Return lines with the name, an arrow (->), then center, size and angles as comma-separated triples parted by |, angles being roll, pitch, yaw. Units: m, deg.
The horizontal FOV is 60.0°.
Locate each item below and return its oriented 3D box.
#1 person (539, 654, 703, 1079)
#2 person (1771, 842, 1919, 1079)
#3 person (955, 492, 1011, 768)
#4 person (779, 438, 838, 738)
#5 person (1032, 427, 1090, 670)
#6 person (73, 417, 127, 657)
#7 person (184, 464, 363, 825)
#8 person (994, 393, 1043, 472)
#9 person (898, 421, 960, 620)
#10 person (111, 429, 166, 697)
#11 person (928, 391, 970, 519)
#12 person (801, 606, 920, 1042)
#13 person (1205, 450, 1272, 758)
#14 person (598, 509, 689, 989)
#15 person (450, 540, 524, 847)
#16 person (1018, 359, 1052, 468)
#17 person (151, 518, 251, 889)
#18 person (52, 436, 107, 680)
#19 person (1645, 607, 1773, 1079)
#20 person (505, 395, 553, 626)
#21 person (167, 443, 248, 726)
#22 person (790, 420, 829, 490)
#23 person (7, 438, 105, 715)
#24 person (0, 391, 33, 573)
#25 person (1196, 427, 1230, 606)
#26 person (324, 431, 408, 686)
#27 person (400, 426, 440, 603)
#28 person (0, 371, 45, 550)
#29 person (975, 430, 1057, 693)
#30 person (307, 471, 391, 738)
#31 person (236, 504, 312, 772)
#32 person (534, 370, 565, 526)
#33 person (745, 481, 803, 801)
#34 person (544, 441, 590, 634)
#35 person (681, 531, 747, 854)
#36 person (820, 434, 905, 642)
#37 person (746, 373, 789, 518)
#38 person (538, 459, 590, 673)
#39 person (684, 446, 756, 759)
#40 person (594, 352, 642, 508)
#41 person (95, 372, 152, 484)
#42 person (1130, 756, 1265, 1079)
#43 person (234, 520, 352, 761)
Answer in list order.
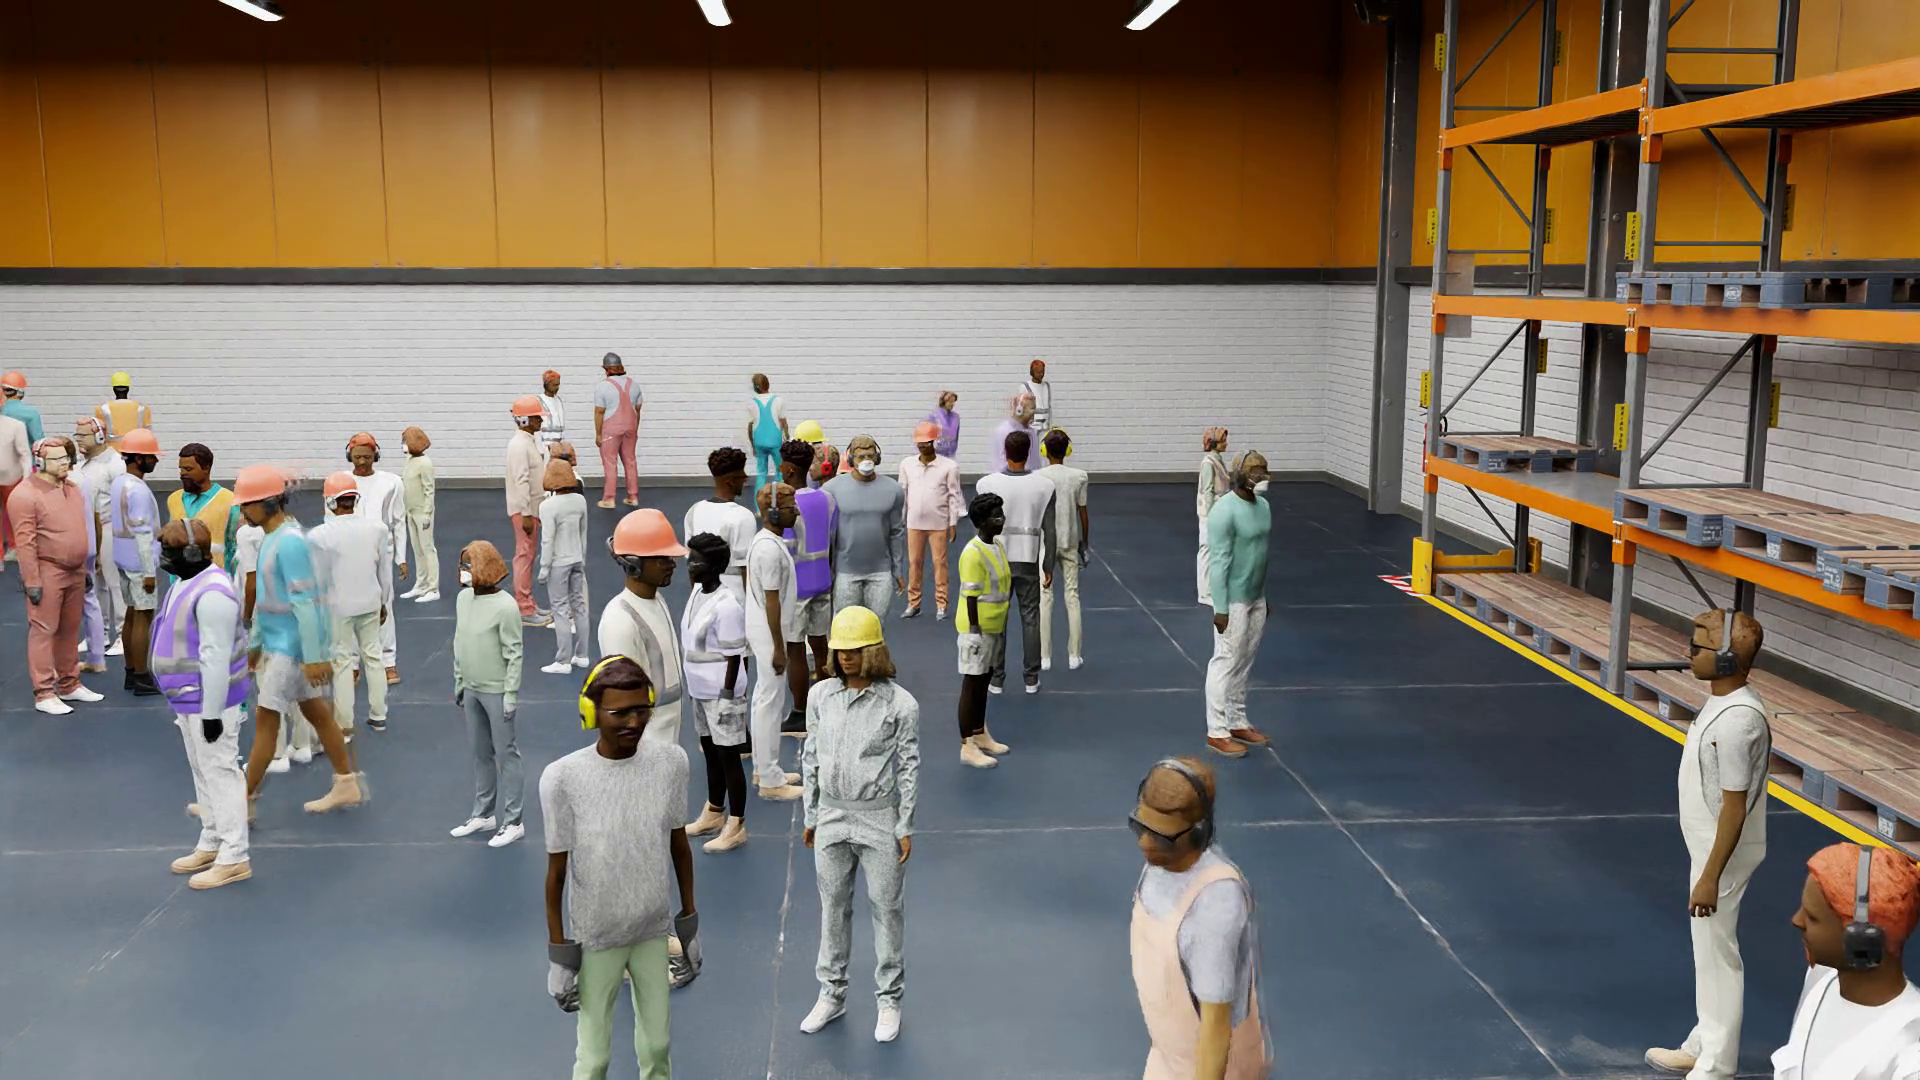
person -> -1.061, 1.268, 5.271 | 0.510, 1.862, 0.327 | -6, 11, -33
person -> 1.860, 1.540, 3.486 | 0.360, 1.882, 0.575 | 1, 9, 6
person -> 0.148, 0.543, 10.319 | 0.321, 1.697, 0.535 | 3, 10, 19
person -> -1.047, 0.312, 10.931 | 0.366, 1.967, 0.602 | 6, 11, 33
person -> 0.744, 0.067, 12.770 | 0.517, 1.873, 0.327 | -1, 9, -3
person -> -6.869, -0.029, 13.260 | 0.642, 1.909, 0.410 | 4, 10, 23
person -> -3.810, 0.584, 9.126 | 0.991, 1.991, 0.639 | -5, 10, -28
person -> 0.688, -0.460, 15.991 | 0.658, 1.889, 0.680 | 5, 10, 28
person -> -0.290, -0.168, 14.609 | 0.572, 1.750, 0.329 | 2, 9, 14
person -> -5.889, 0.160, 12.010 | 0.383, 1.929, 0.539 | -8, 12, -40
person -> -0.198, -1.057, 20.722 | 0.515, 1.582, 0.899 | -6, 11, -34
person -> -0.404, 1.116, 6.582 | 0.483, 1.745, 0.299 | 3, 9, 17
person -> 1.777, 0.388, 10.542 | 0.355, 1.936, 0.635 | 7, 11, 36
person -> -1.328, 0.878, 7.136 | 0.370, 2.044, 0.608 | 0, 9, 1
person -> -2.521, 0.809, 8.855 | 0.497, 1.633, 0.283 | 7, 11, 36
person -> 1.049, -1.538, 22.845 | 0.584, 1.876, 0.365 | -8, 12, -41
person -> -3.775, 0.801, 8.288 | 0.429, 1.837, 0.622 | -7, 11, -37
person -> -6.655, 0.134, 12.471 | 0.346, 1.836, 0.518 | 3, 10, 19
person -> 2.732, 1.151, 6.043 | 0.345, 1.846, 0.508 | 4, 10, 22
person -> -3.736, -0.258, 14.420 | 0.382, 1.996, 0.608 | -1, 9, -9
person -> -5.032, 0.302, 11.143 | 0.597, 1.918, 0.379 | 3, 9, 17
person -> -1.250, -0.074, 13.767 | 0.404, 1.835, 0.587 | -3, 10, -18
person -> -6.268, 0.239, 11.579 | 0.401, 1.910, 0.642 | 1, 9, 8
person -> -9.935, -0.657, 17.242 | 0.621, 1.912, 1.097 | -4, 10, -21
person -> 2.324, -0.220, 15.298 | 0.308, 1.640, 0.511 | 3, 9, 17
person -> -4.376, 0.139, 12.267 | 0.573, 1.887, 0.353 | -3, 10, -19
person -> -5.030, -0.241, 15.446 | 0.287, 1.633, 0.497 | -8, 12, -41
person -> -10.119, -0.813, 17.903 | 0.611, 1.996, 0.379 | 0, 9, 1
person -> 0.404, 0.168, 12.026 | 0.589, 1.910, 0.387 | 0, 9, -3
person -> -4.016, 0.419, 10.930 | 0.333, 1.749, 0.563 | 8, 12, 40
person -> -4.214, 0.484, 10.142 | 0.313, 1.874, 0.539 | 3, 9, 17
person -> -4.945, -1.108, 20.096 | 0.354, 1.887, 0.573 | 3, 10, 19
person -> -1.073, 0.578, 9.641 | 0.351, 1.846, 0.506 | -2, 9, -10
person -> -3.326, -0.023, 14.067 | 0.309, 1.636, 0.522 | -7, 11, -38
person -> -1.299, 0.791, 8.764 | 0.321, 1.698, 0.529 | -5, 10, -30
person -> -0.673, 0.230, 11.531 | 0.627, 1.940, 0.371 | -3, 10, -19
person -> -2.324, -1.170, 20.736 | 0.659, 1.811, 0.440 | 0, 9, -2
person -> -3.026, 0.198, 12.681 | 0.274, 1.634, 0.507 | 4, 10, 26
person -> -1.469, 0.388, 10.453 | 0.608, 1.966, 0.371 | 8, 12, 42
person -> -4.510, -1.446, 21.737 | 0.535, 2.000, 0.683 | 9, 13, 44
person -> -9.602, -0.967, 19.137 | 0.588, 1.918, 0.399 | -7, 11, -36
person -> 0.642, 1.426, 4.434 | 0.505, 1.804, 0.529 | -3, 9, -17
person -> -4.334, 0.594, 10.342 | 0.900, 1.585, 0.524 | -3, 10, -20
